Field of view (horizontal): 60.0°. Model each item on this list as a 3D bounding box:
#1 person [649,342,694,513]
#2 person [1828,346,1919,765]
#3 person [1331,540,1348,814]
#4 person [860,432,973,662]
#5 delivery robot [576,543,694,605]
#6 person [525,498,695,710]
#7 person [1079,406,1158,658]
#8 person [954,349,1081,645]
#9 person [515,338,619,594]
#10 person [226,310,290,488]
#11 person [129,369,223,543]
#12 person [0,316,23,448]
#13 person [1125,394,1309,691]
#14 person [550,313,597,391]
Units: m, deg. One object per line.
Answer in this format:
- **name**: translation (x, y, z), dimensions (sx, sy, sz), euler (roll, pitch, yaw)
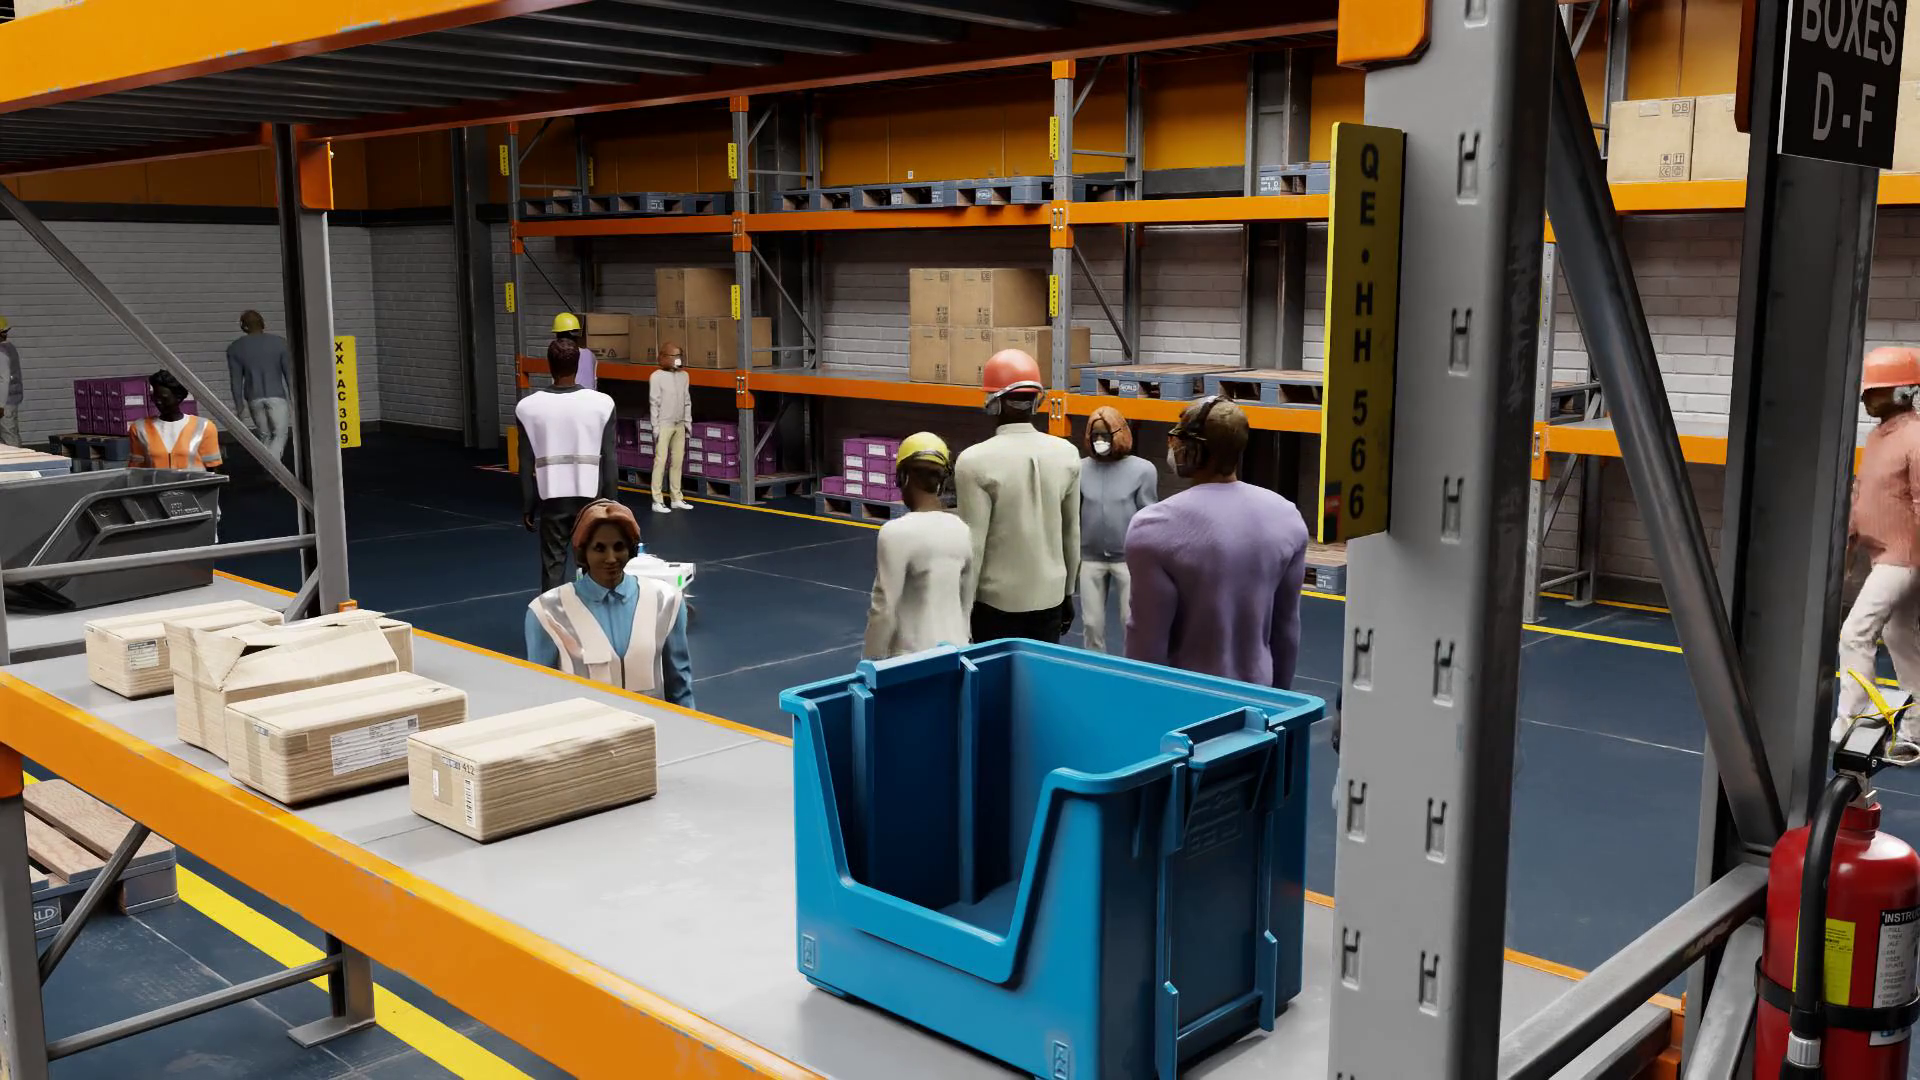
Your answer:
- **person**: translation (-2.755, -1.074, 15.880), dimensions (0.284, 1.628, 0.502), euler (7, 11, 36)
- **person**: translation (4.249, 0.084, 7.759), dimensions (0.834, 1.957, 0.620), euler (2, 10, 15)
- **person**: translation (1.470, 0.517, 5.459), dimensions (0.563, 1.850, 0.516), euler (-5, 11, -29)
- **person**: translation (-0.102, 0.477, 6.056), dimensions (0.535, 1.717, 0.570), euler (7, 12, 38)
- **delivery robot**: translation (-2.075, 0.263, 10.656), dimensions (0.707, 0.478, 0.477), euler (1, 9, 5)
- **person**: translation (-1.058, 0.683, 5.074), dimensions (0.519, 1.634, 0.311), euler (-5, 10, -27)
- **person**: translation (0.768, 0.122, 8.543), dimensions (0.509, 1.623, 0.283), euler (3, 10, 20)
- **person**: translation (0.216, 0.224, 6.780), dimensions (0.623, 1.992, 0.396), euler (-6, 11, -34)
- **person**: translation (-2.324, -0.239, 9.900), dimensions (0.582, 1.911, 0.391), euler (-2, 9, -10)
- **person**: translation (-7.271, -1.450, 17.357), dimensions (0.691, 1.892, 0.779), euler (-2, 9, -12)
- **person**: translation (-4.903, -0.223, 10.430), dimensions (0.536, 1.695, 0.321), euler (-2, 10, -14)
- **person**: translation (-10.269, -1.497, 17.827), dimensions (0.404, 1.832, 0.597), euler (-4, 10, -23)
- **person**: translation (0.768, 0.516, 5.160), dimensions (0.635, 1.939, 0.362), euler (-5, 10, -26)
- **person**: translation (-3.559, -1.121, 15.274), dimensions (0.401, 1.919, 0.588), euler (4, 10, 24)
